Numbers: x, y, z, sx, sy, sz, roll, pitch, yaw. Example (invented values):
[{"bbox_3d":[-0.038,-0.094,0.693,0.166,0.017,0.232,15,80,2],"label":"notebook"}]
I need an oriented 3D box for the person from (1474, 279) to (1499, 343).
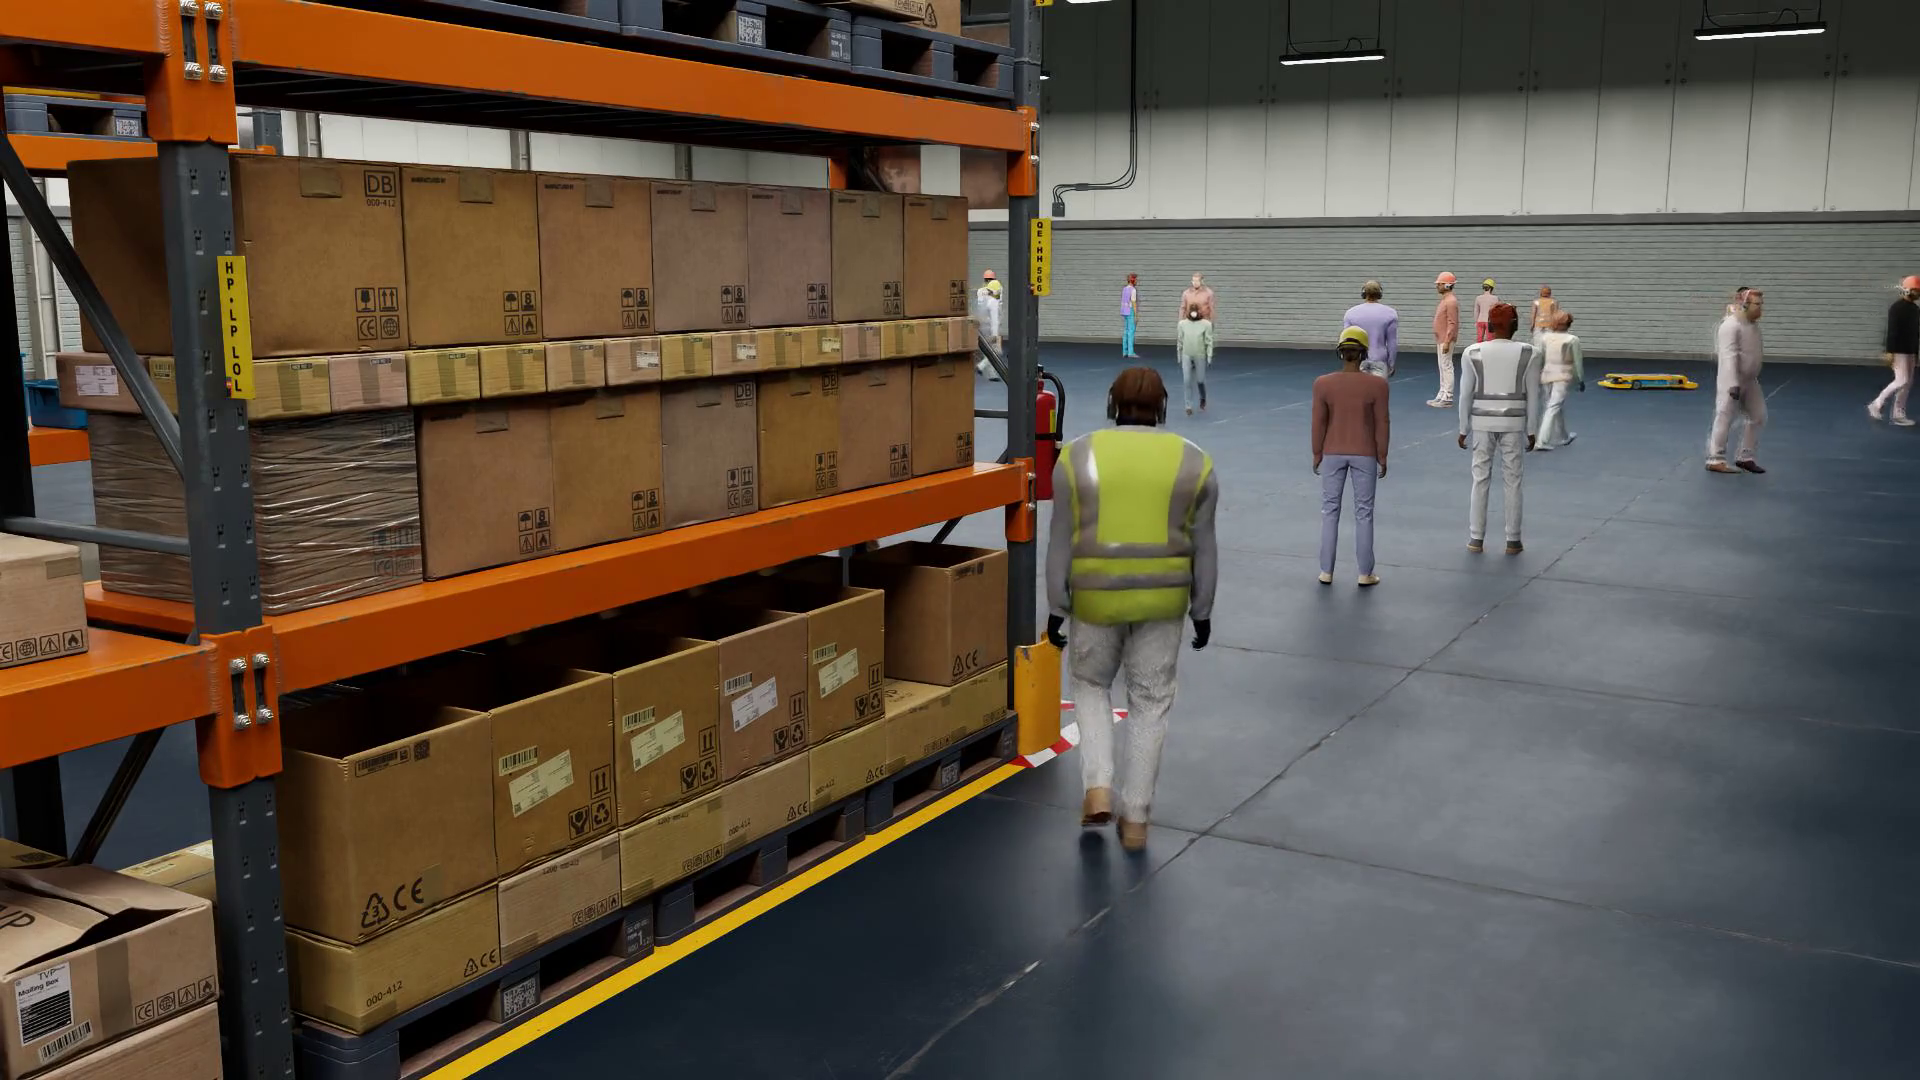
[{"bbox_3d":[10.585,-4.350,33.414,0.522,1.768,0.314,9,14,44],"label":"person"}]

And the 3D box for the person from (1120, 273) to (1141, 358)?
[{"bbox_3d":[3.730,-4.910,36.445,0.389,1.849,0.567,-3,10,-19],"label":"person"}]

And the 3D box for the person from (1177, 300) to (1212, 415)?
[{"bbox_3d":[3.317,-2.577,23.476,0.502,1.621,0.525,4,10,20],"label":"person"}]

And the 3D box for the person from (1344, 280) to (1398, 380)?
[{"bbox_3d":[4.869,-2.105,19.763,0.634,1.940,0.367,3,10,15],"label":"person"}]

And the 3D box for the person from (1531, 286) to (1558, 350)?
[{"bbox_3d":[11.707,-4.272,33.332,0.521,1.636,0.310,3,10,18],"label":"person"}]

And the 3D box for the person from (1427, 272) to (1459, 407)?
[{"bbox_3d":[7.161,-2.957,24.583,0.379,1.996,0.611,1,10,6],"label":"person"}]

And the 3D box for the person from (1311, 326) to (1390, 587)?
[{"bbox_3d":[2.638,-0.561,11.251,0.522,1.761,0.321,4,10,21],"label":"person"}]

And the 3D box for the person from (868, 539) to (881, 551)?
[{"bbox_3d":[-0.608,-0.665,12.283,0.509,1.612,0.630,-3,10,-18],"label":"person"}]

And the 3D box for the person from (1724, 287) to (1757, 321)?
[{"bbox_3d":[13.661,-3.584,29.138,0.529,1.694,0.321,3,10,17],"label":"person"}]

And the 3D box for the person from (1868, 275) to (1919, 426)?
[{"bbox_3d":[12.394,-2.487,21.884,0.635,1.974,0.480,-6,11,-31],"label":"person"}]

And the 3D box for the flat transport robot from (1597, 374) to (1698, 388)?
[{"bbox_3d":[11.570,-2.678,27.990,1.431,0.197,0.652,0,10,-2],"label":"flat transport robot"}]

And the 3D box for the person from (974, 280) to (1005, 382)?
[{"bbox_3d":[0.516,-3.651,29.190,0.535,1.818,0.599,-3,10,-17],"label":"person"}]

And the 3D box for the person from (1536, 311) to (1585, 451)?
[{"bbox_3d":[6.927,-1.832,19.186,0.895,1.588,0.539,-6,12,-33],"label":"person"}]

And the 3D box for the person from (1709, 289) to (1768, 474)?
[{"bbox_3d":[8.011,-1.601,16.983,0.665,1.888,0.629,-6,12,-33],"label":"person"}]

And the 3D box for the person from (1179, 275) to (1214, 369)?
[{"bbox_3d":[4.640,-4.285,32.759,0.668,1.855,0.985,4,10,20],"label":"person"}]

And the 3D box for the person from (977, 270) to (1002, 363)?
[{"bbox_3d":[0.603,-4.609,34.427,0.544,1.939,0.354,-4,10,-21],"label":"person"}]

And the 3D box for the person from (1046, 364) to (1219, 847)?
[{"bbox_3d":[0.651,0.251,6.299,0.656,1.824,0.458,0,10,2],"label":"person"}]

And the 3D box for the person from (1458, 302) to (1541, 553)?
[{"bbox_3d":[4.044,-0.838,12.508,0.575,1.882,0.360,3,10,19],"label":"person"}]
